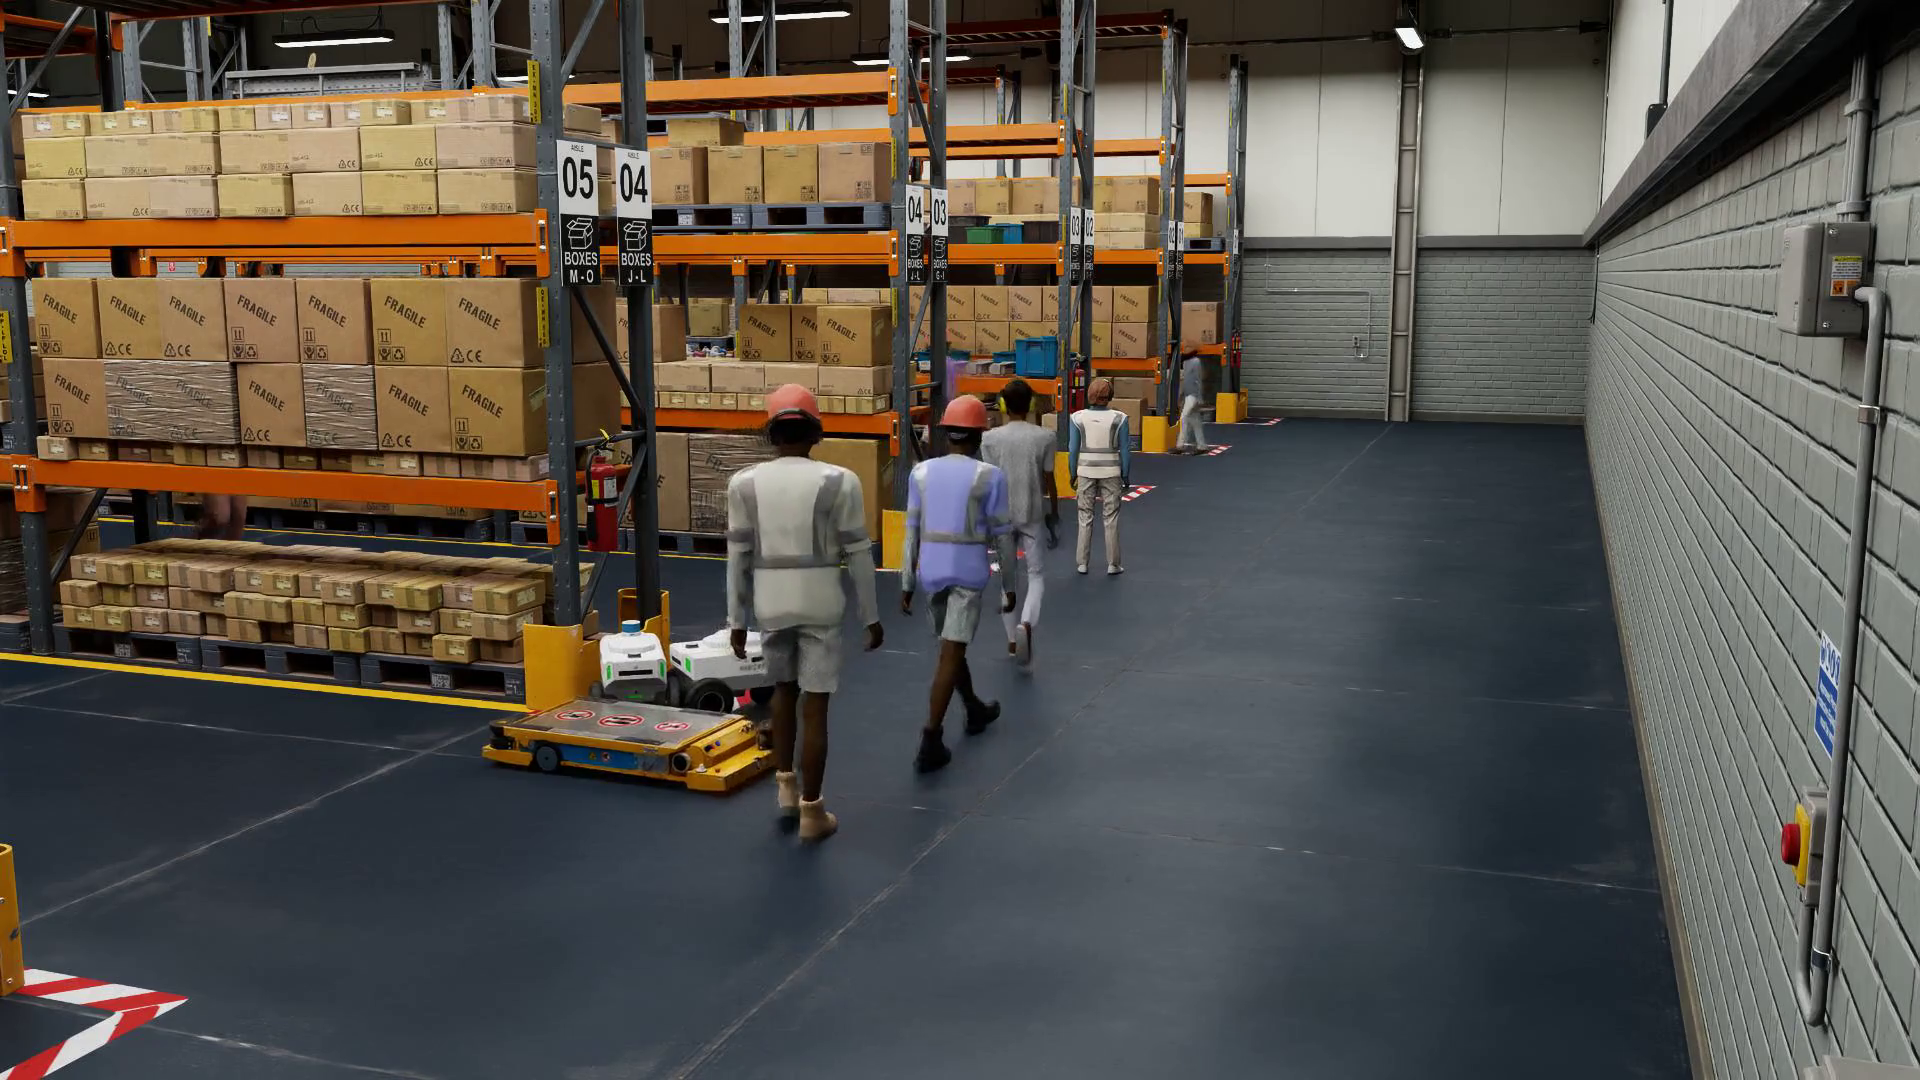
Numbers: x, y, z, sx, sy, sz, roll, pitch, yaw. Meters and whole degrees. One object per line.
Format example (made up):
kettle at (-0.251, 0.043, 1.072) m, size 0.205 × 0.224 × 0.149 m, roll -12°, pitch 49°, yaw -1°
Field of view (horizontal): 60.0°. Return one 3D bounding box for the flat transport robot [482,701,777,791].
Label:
flat transport robot at (-1.649, 1.019, 8.470) m, size 1.431 × 0.197 × 0.652 m, roll 4°, pitch 10°, yaw 23°

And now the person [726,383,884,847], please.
person at (-0.688, 0.318, 7.403) m, size 0.661 × 2.010 × 0.639 m, roll 2°, pitch 9°, yaw 13°

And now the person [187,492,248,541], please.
person at (-5.913, -0.557, 13.276) m, size 0.465 × 1.892 × 0.645 m, roll 4°, pitch 10°, yaw 24°

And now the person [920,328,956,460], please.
person at (-0.242, -1.374, 18.268) m, size 0.414 × 1.919 × 0.554 m, roll 2°, pitch 9°, yaw 9°

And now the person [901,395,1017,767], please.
person at (-0.006, 0.188, 8.666) m, size 0.563 × 1.872 × 1.029 m, roll 4°, pitch 10°, yaw 26°

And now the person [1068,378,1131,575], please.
person at (1.157, -0.520, 13.812) m, size 0.523 × 1.639 × 0.306 m, roll 2°, pitch 9°, yaw 12°

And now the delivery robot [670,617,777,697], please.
delivery robot at (-1.266, 0.677, 9.425) m, size 0.707 × 0.478 × 0.477 m, roll -4°, pitch 10°, yaw -26°

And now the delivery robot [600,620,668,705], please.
delivery robot at (-1.837, 0.693, 9.329) m, size 0.477 × 0.478 × 0.707 m, roll -2°, pitch 9°, yaw -14°

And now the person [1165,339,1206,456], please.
person at (3.060, -1.934, 22.752) m, size 0.742 × 1.596 × 0.520 m, roll -2°, pitch 9°, yaw -13°

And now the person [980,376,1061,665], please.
person at (0.384, -0.120, 10.654) m, size 0.529 × 1.849 × 0.746 m, roll 1°, pitch 9°, yaw 6°
